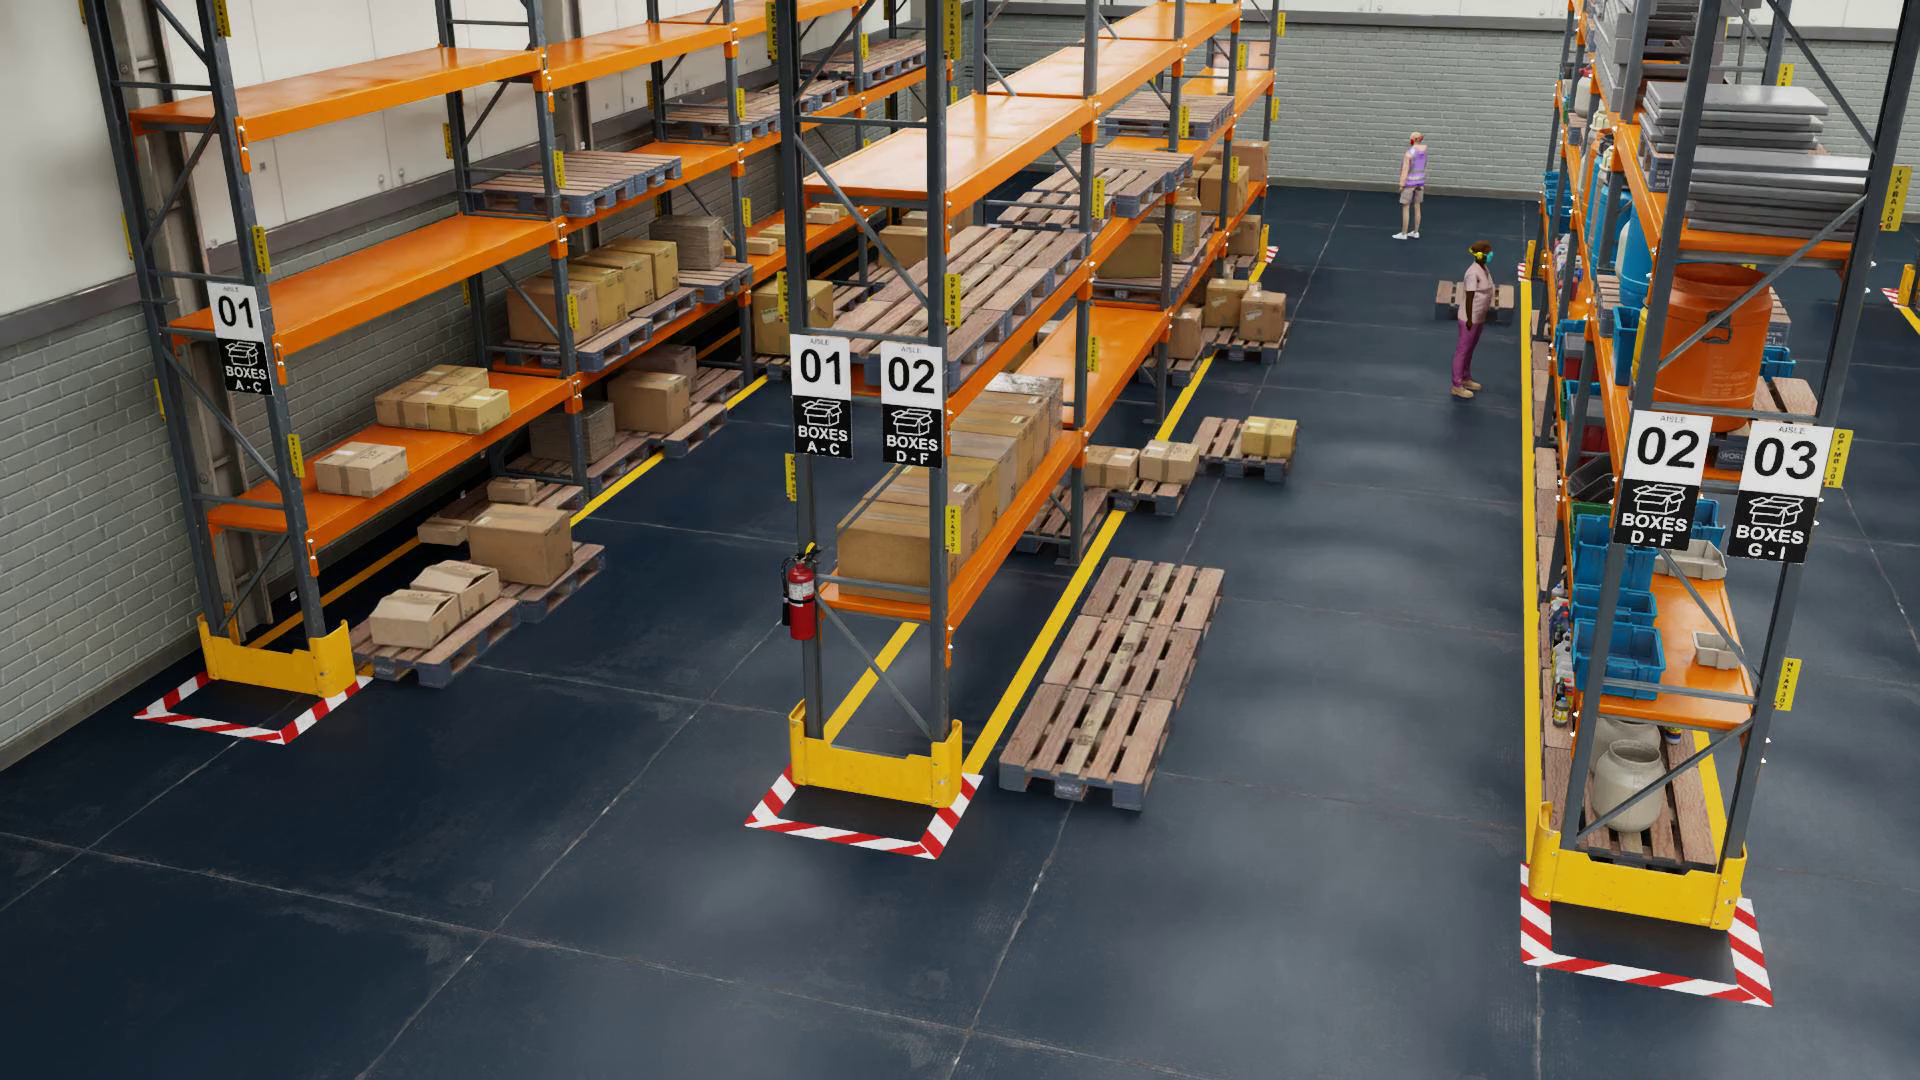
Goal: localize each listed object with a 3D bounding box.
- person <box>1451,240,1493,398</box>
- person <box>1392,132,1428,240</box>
[{"bbox_3d":[5.924,-2.562,19.178,0.331,1.804,0.517,14,27,30],"label":"person"},{"bbox_3d":[7.184,-5.620,26.414,0.489,1.688,0.347,-13,26,-27],"label":"person"}]
